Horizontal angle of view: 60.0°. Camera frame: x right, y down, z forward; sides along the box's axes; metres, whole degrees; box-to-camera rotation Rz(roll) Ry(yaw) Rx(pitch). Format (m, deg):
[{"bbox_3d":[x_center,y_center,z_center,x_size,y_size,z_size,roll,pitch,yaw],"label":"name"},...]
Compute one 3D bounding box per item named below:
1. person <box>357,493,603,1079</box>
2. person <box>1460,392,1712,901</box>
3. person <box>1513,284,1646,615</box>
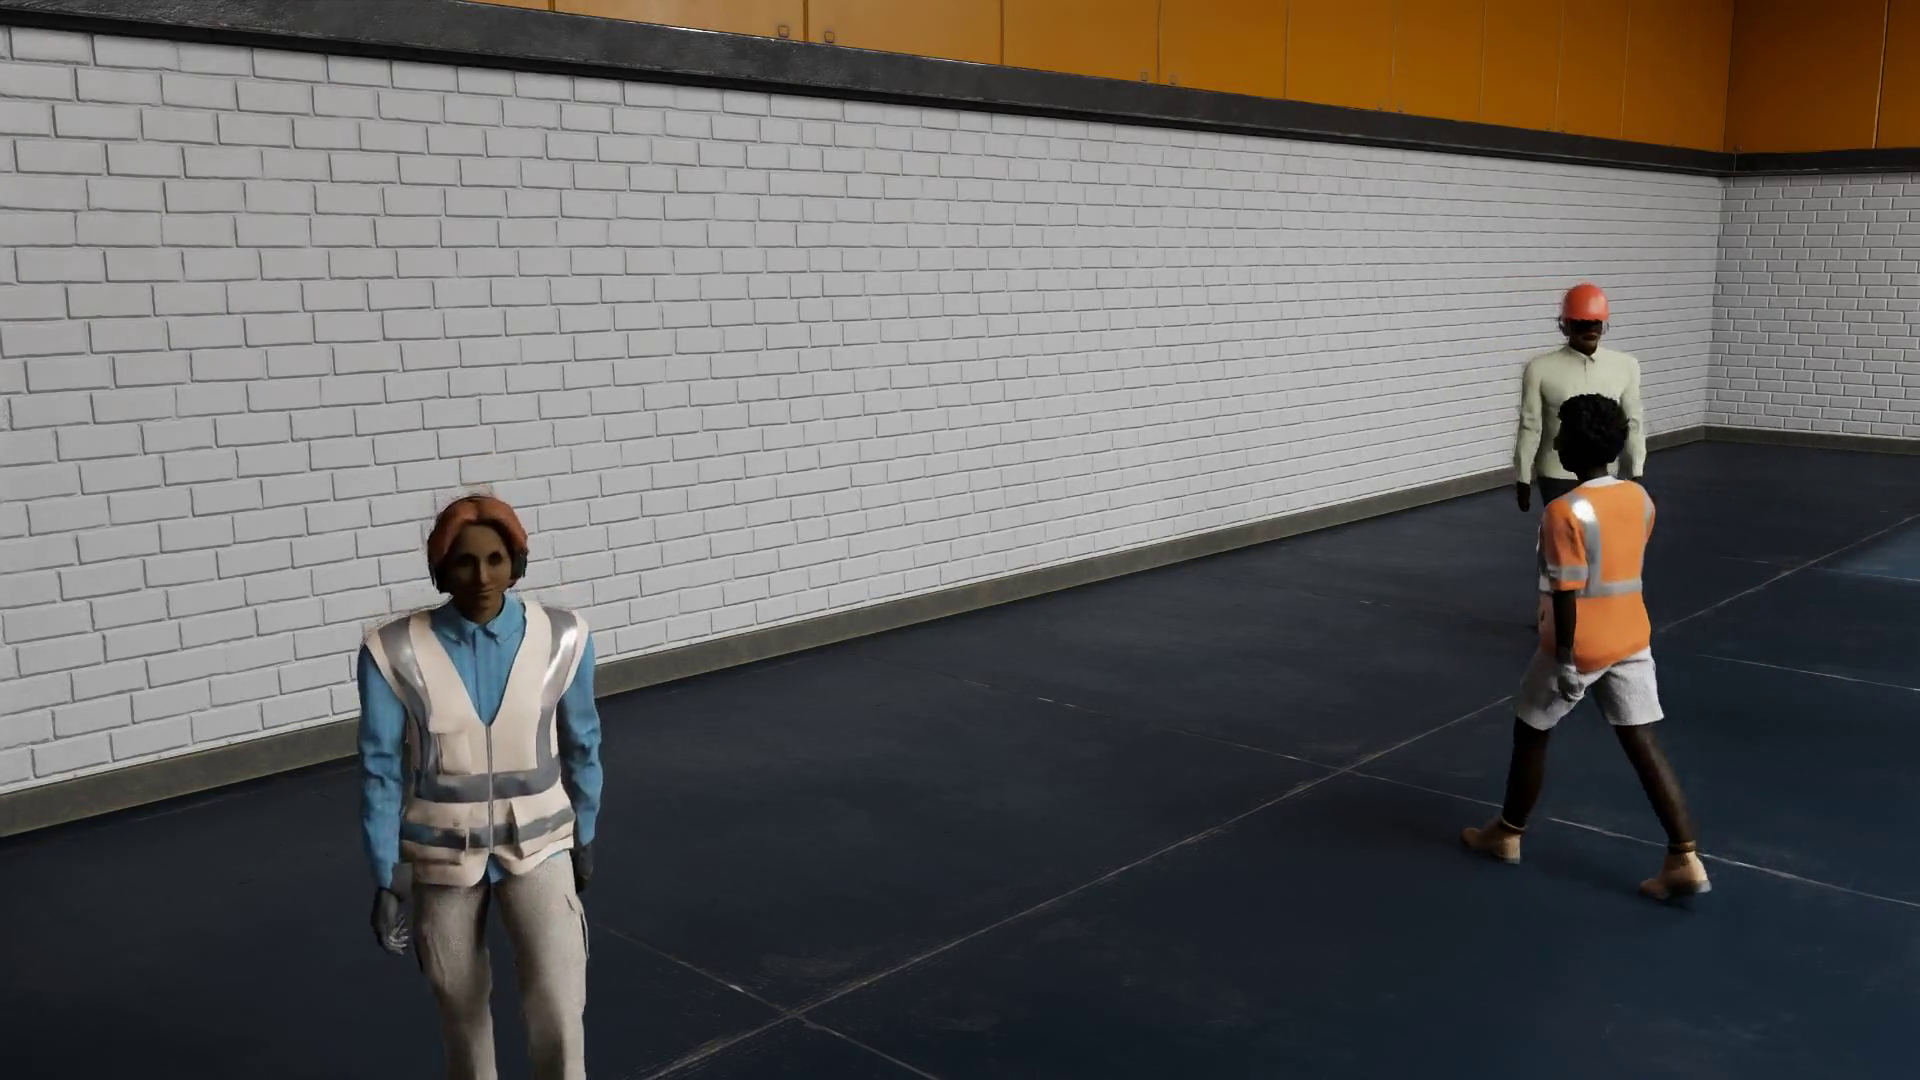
[{"bbox_3d":[-0.989,0.716,3.516,0.513,1.614,0.698,-4,11,-20],"label":"person"},{"bbox_3d":[2.125,0.345,5.490,0.527,1.660,0.862,-6,12,-30],"label":"person"},{"bbox_3d":[3.225,-0.368,8.742,0.611,1.957,0.978,-1,10,-4],"label":"person"}]
